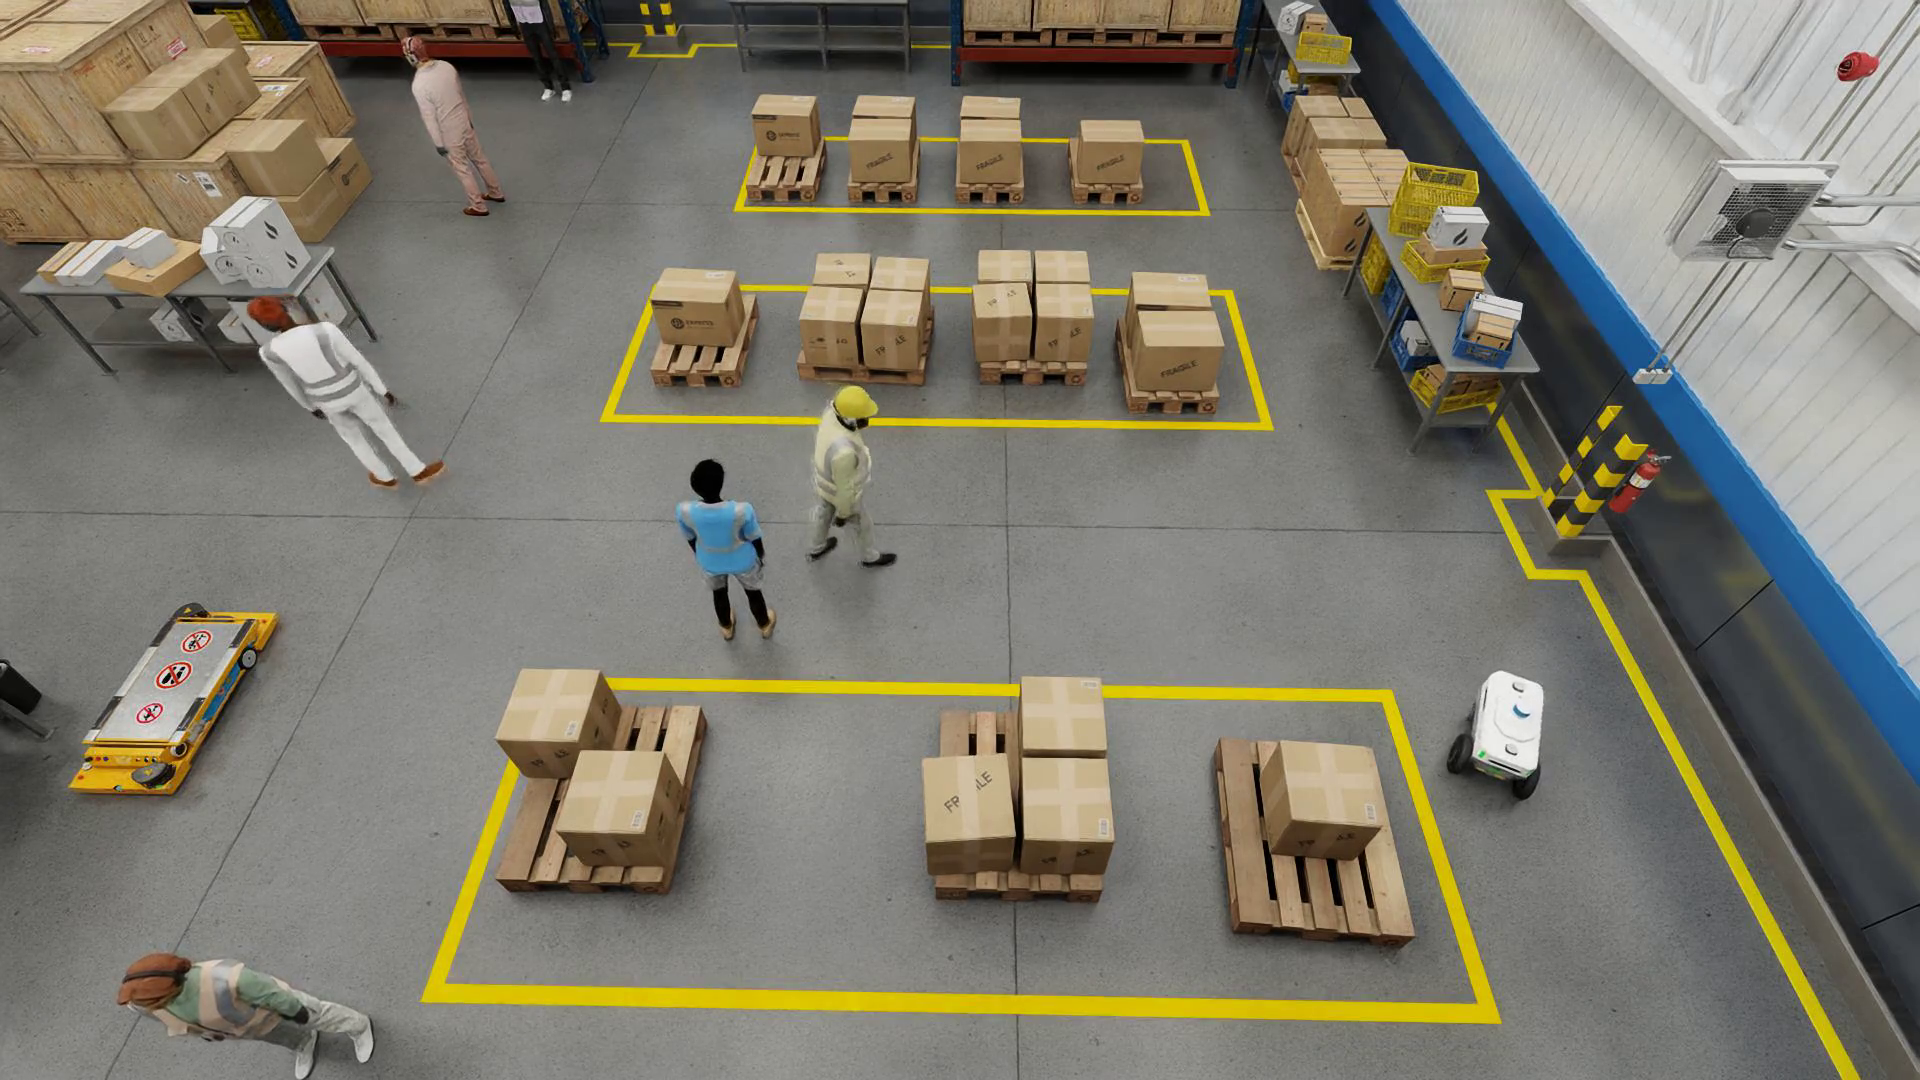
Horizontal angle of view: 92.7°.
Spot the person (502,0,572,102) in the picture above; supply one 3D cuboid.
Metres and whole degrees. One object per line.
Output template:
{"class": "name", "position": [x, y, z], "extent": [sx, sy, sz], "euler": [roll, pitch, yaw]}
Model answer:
{"class": "person", "position": [-5.613, -6.784, 12.028], "extent": [0.597, 1.907, 0.407], "euler": [2, 50, 1]}

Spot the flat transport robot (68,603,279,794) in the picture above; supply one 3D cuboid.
{"class": "flat transport robot", "position": [-5.504, 1.072, 6.442], "extent": [0.652, 0.197, 1.431], "euler": [1, 50, 1]}

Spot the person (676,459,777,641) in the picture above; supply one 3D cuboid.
{"class": "person", "position": [-1.594, 0.116, 6.330], "extent": [0.534, 1.688, 0.321], "euler": [-1, 50, -1]}

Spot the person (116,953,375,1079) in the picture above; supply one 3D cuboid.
{"class": "person", "position": [-3.480, 2.327, 4.497], "extent": [0.509, 1.630, 0.317], "euler": [-10, 51, -9]}

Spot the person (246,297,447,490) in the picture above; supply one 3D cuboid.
{"class": "person", "position": [-4.840, -1.135, 7.287], "extent": [0.752, 1.851, 0.390], "euler": [-19, 52, -16]}

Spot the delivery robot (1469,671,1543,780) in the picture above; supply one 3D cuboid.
{"class": "delivery robot", "position": [3.629, 1.224, 6.069], "extent": [0.477, 0.478, 0.707], "euler": [20, 53, 17]}

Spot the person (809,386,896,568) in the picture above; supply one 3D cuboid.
{"class": "person", "position": [-0.892, -0.411, 6.725], "extent": [0.676, 1.784, 0.603], "euler": [-14, 51, -11]}

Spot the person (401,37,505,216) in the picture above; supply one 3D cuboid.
{"class": "person", "position": [-5.637, -4.543, 10.139], "extent": [0.400, 1.900, 0.647], "euler": [12, 51, 10]}
